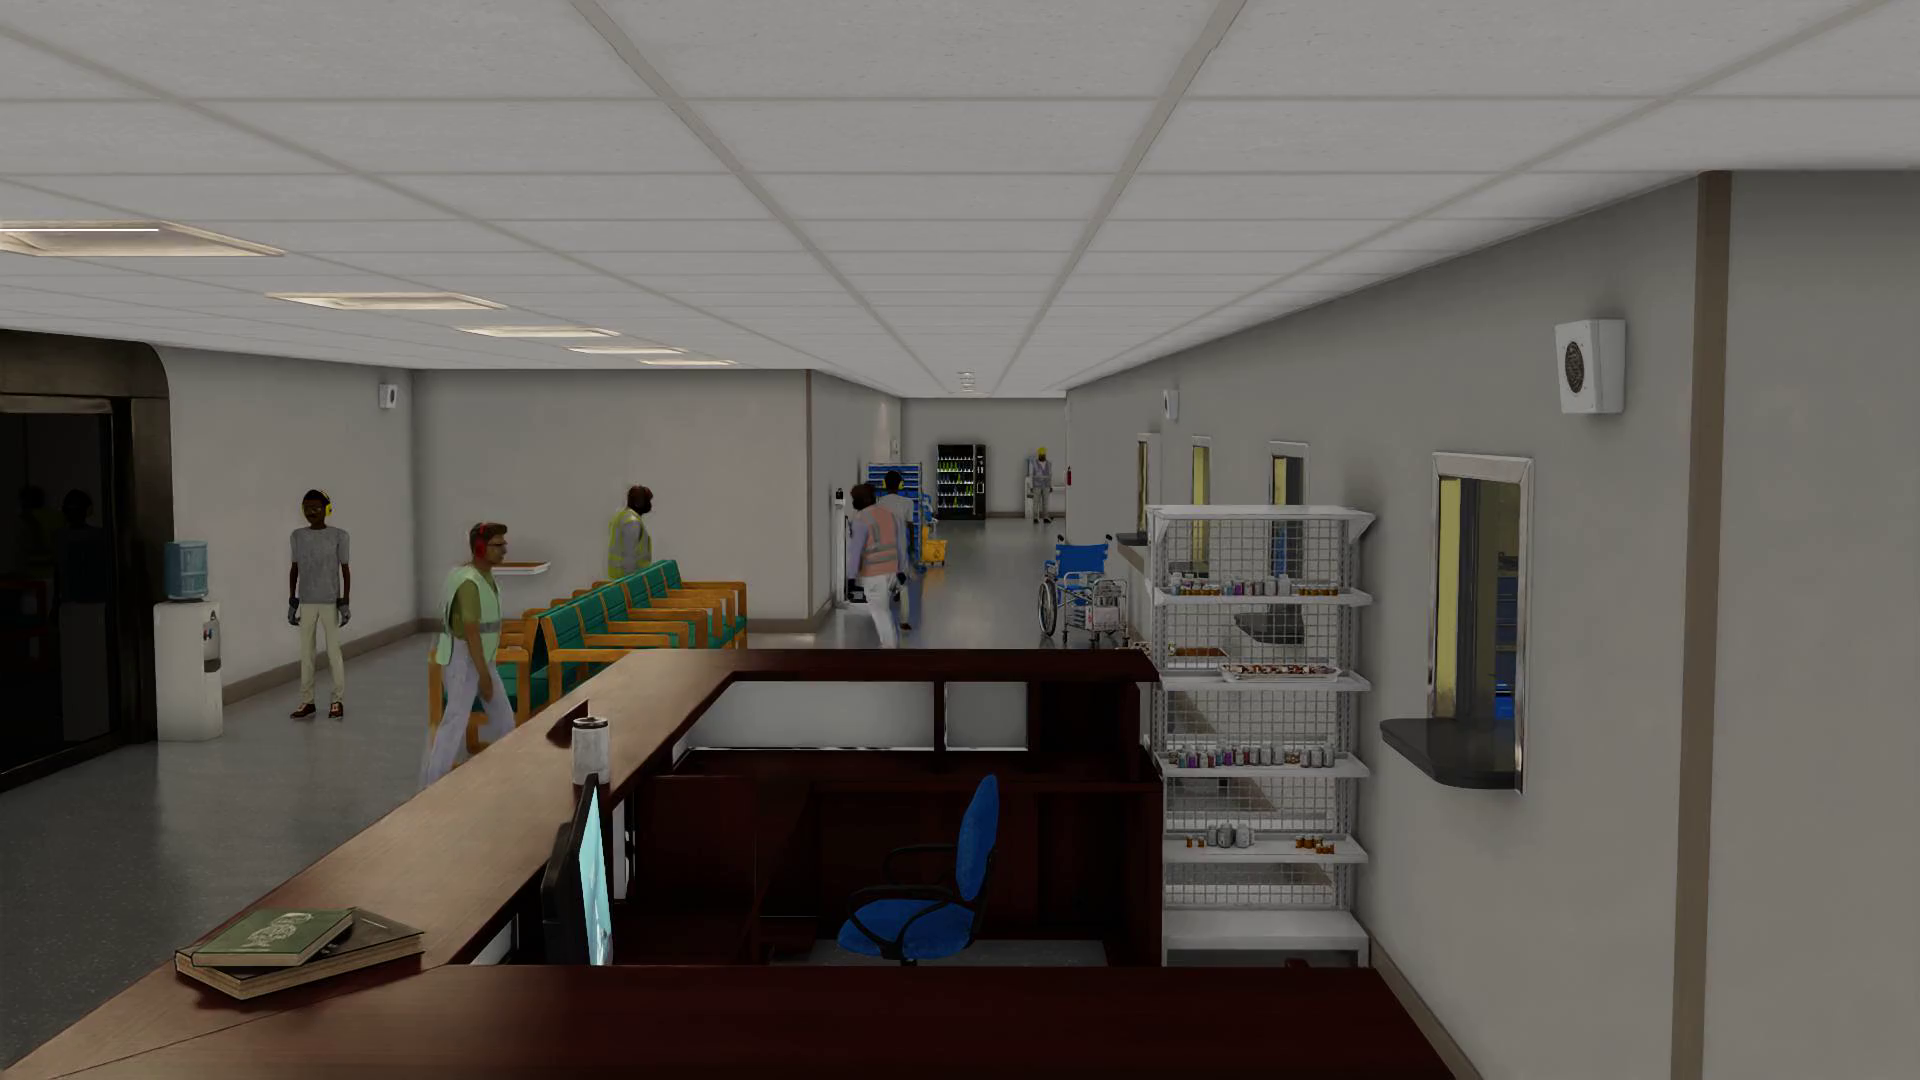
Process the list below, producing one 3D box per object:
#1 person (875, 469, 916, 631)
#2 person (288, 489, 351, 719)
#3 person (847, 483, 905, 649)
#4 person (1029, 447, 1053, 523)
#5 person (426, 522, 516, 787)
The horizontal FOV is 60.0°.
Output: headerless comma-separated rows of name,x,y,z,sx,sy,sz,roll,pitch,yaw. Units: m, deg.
person,-0.769,0.123,19.146,0.531,1.869,0.308,0,4,-4
person,-5.226,0.521,13.558,0.514,1.872,0.328,0,4,-2
person,-0.834,0.331,16.675,0.537,1.804,0.645,2,5,29
person,1.930,-1.298,39.417,0.595,1.824,0.403,-2,4,-21
person,-2.904,0.789,10.290,0.925,1.794,0.575,0,4,-3
